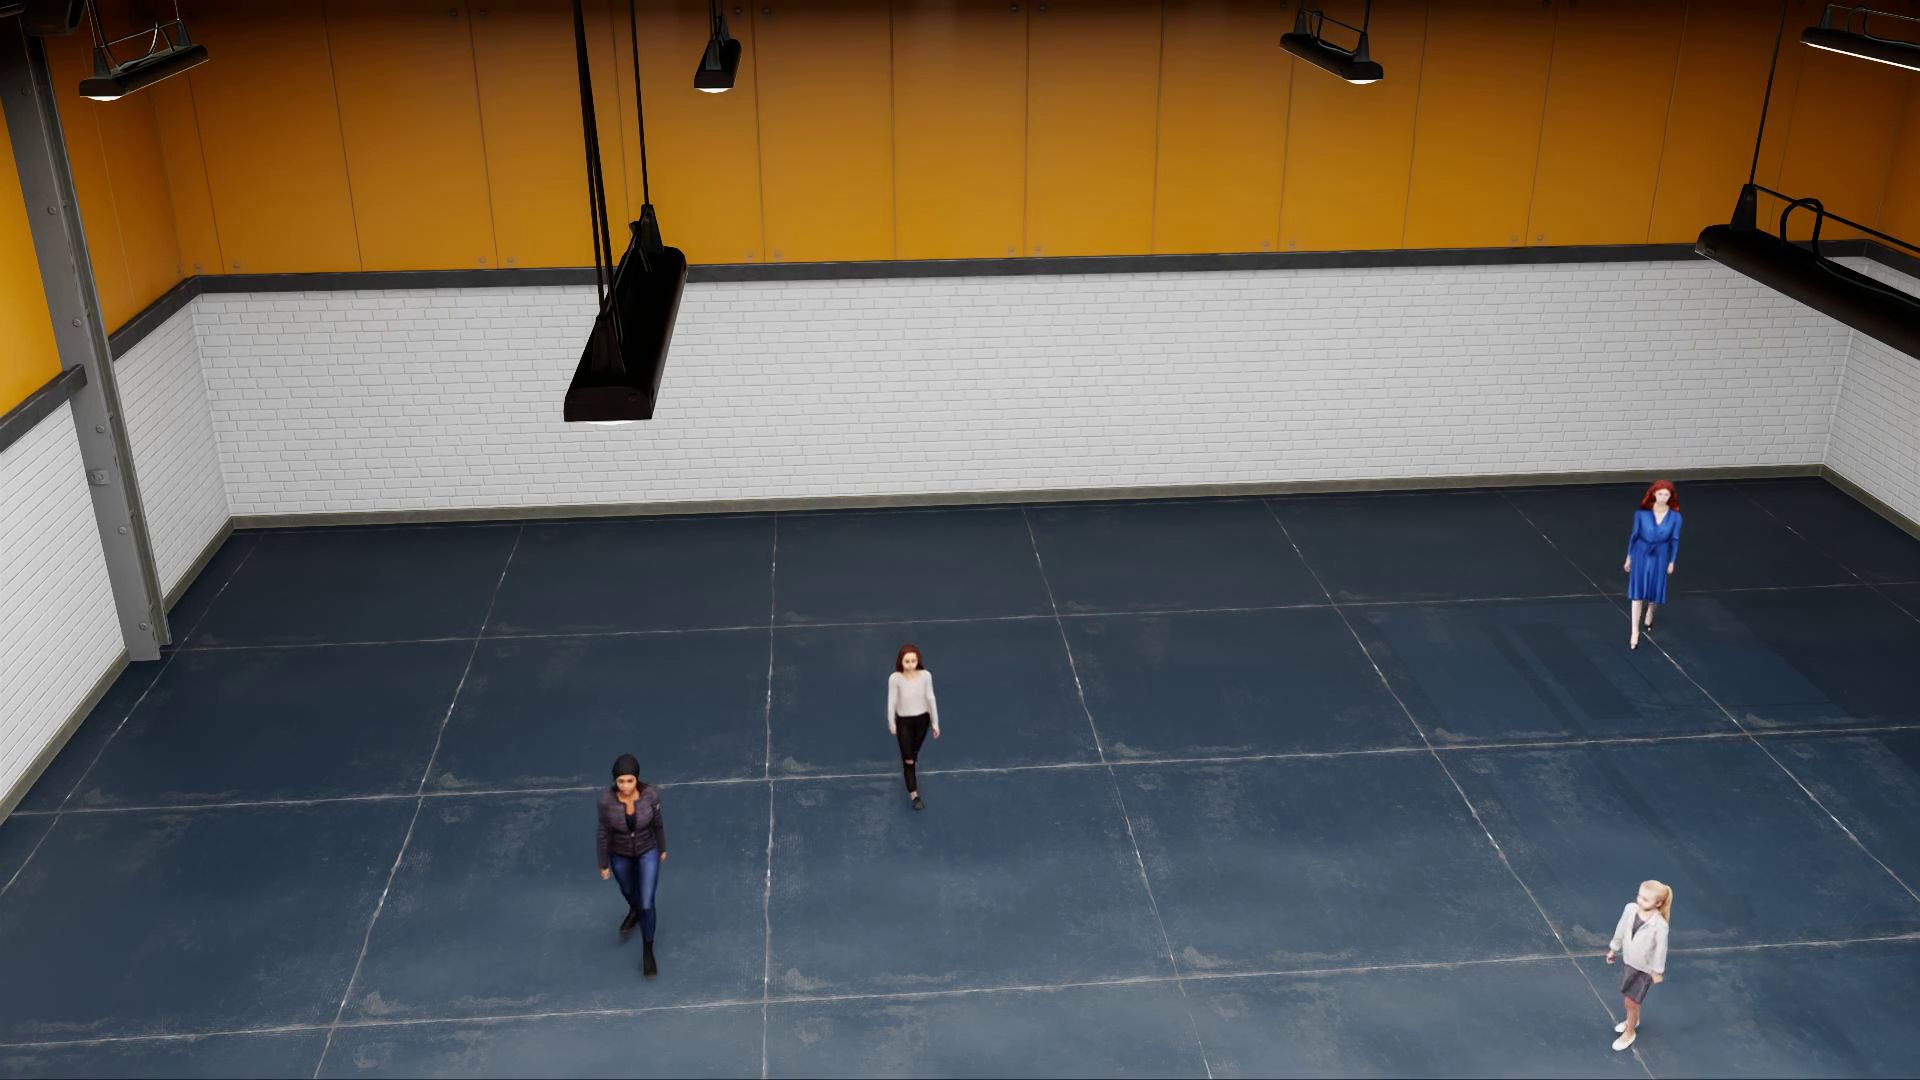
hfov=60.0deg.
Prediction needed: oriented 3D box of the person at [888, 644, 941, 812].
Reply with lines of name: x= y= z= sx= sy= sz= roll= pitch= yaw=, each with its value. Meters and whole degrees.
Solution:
person: x=-0.418 y=1.520 z=14.130 sx=0.686 sy=1.445 sz=1.002 roll=-7 pitch=25 yaw=-16

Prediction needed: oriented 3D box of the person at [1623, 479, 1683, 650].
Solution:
person: x=6.913 y=0.213 z=16.655 sx=0.816 sy=1.817 sz=0.902 roll=11 pitch=26 yaw=24

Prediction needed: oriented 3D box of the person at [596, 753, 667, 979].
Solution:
person: x=-2.370 y=2.271 z=12.095 sx=0.656 sy=1.699 sz=1.013 roll=-3 pitch=24 yaw=-6

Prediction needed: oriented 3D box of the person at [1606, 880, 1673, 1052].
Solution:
person: x=4.673 y=2.848 z=11.321 sx=0.654 sy=1.262 sz=0.603 roll=-9 pitch=25 yaw=-19
